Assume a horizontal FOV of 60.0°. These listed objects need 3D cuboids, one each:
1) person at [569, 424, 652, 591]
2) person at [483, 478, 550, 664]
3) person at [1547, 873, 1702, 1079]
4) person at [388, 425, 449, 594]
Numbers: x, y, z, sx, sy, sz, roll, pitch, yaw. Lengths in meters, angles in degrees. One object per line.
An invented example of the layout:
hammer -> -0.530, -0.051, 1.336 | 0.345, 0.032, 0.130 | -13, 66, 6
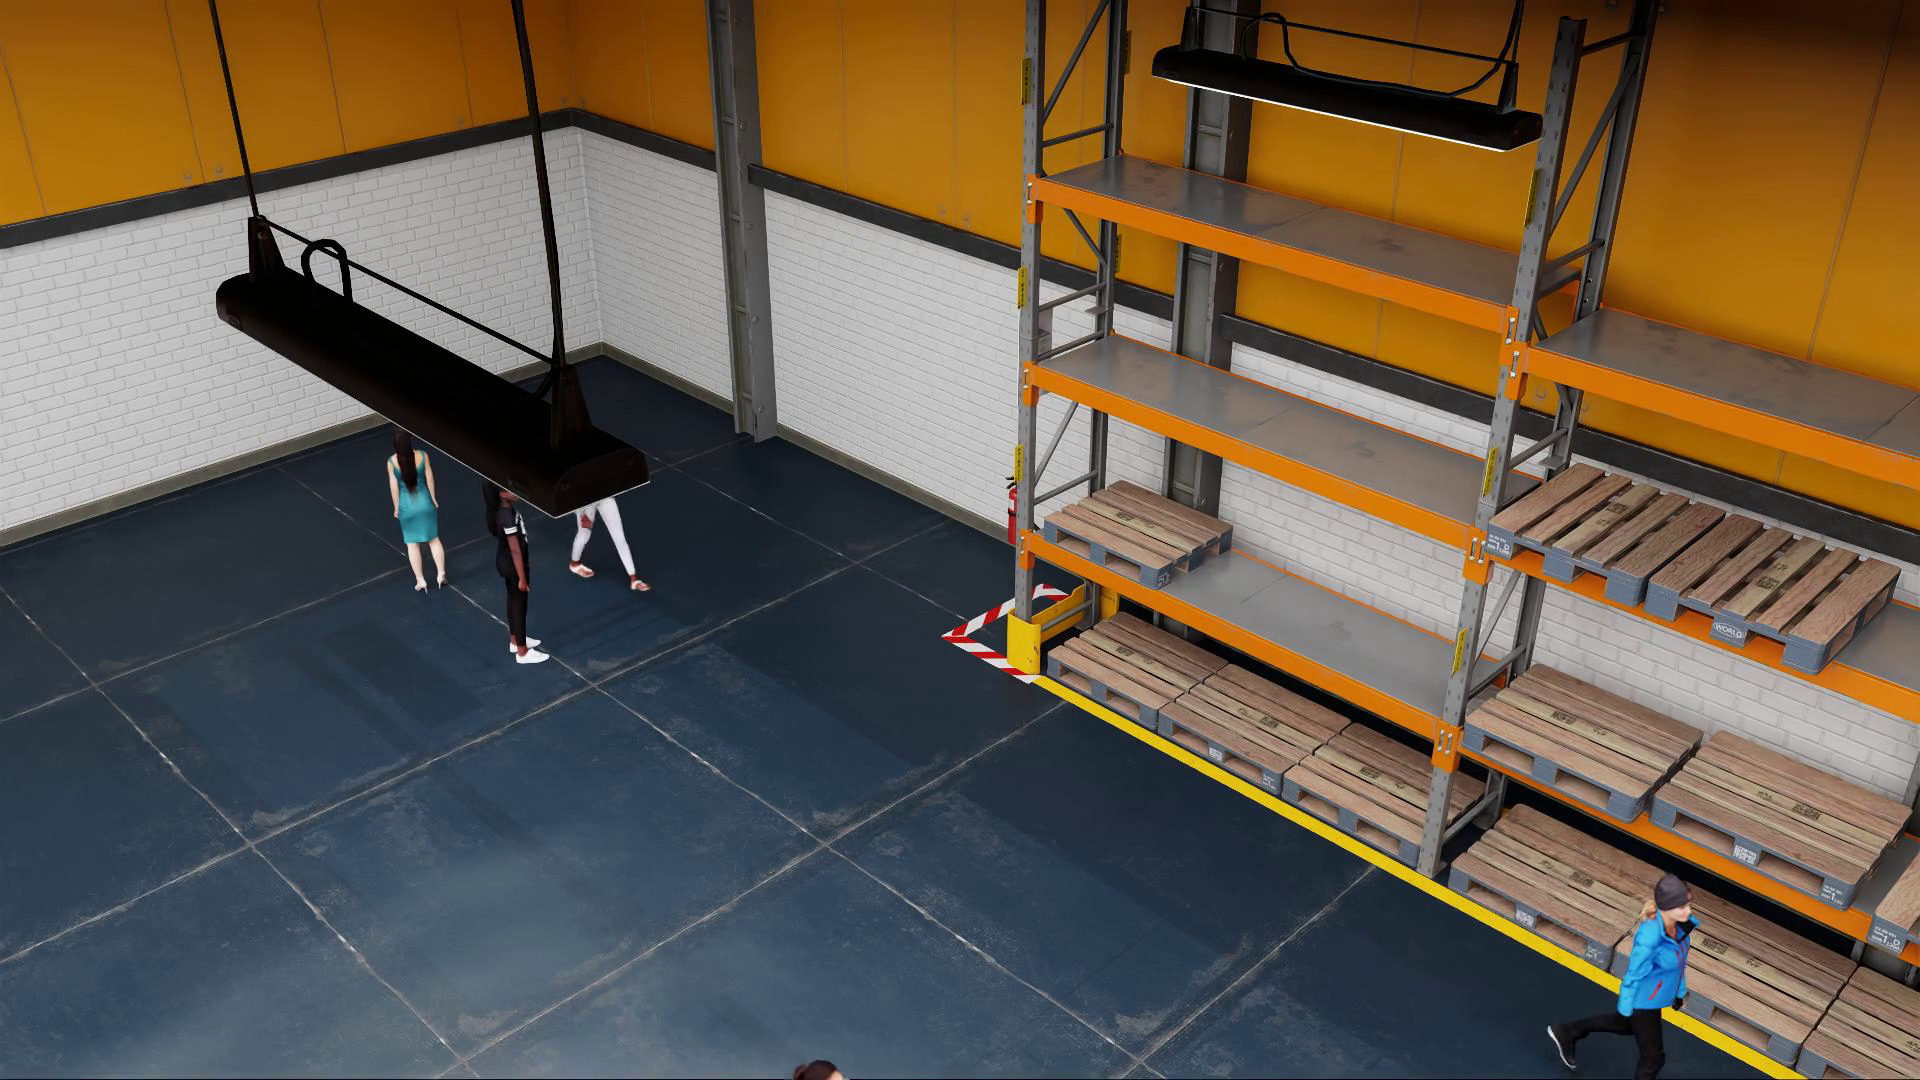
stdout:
person -> -3.419, -0.311, 15.223 | 1.245, 1.668, 0.772 | 17, 33, 28
person -> -3.793, 0.230, 14.167 | 0.742, 1.731, 0.613 | -12, 31, -21
person -> 3.931, 2.633, 9.732 | 0.666, 1.759, 1.158 | -22, 36, -35
person -> -4.965, -0.294, 15.174 | 0.593, 1.685, 0.565 | -14, 32, -24
